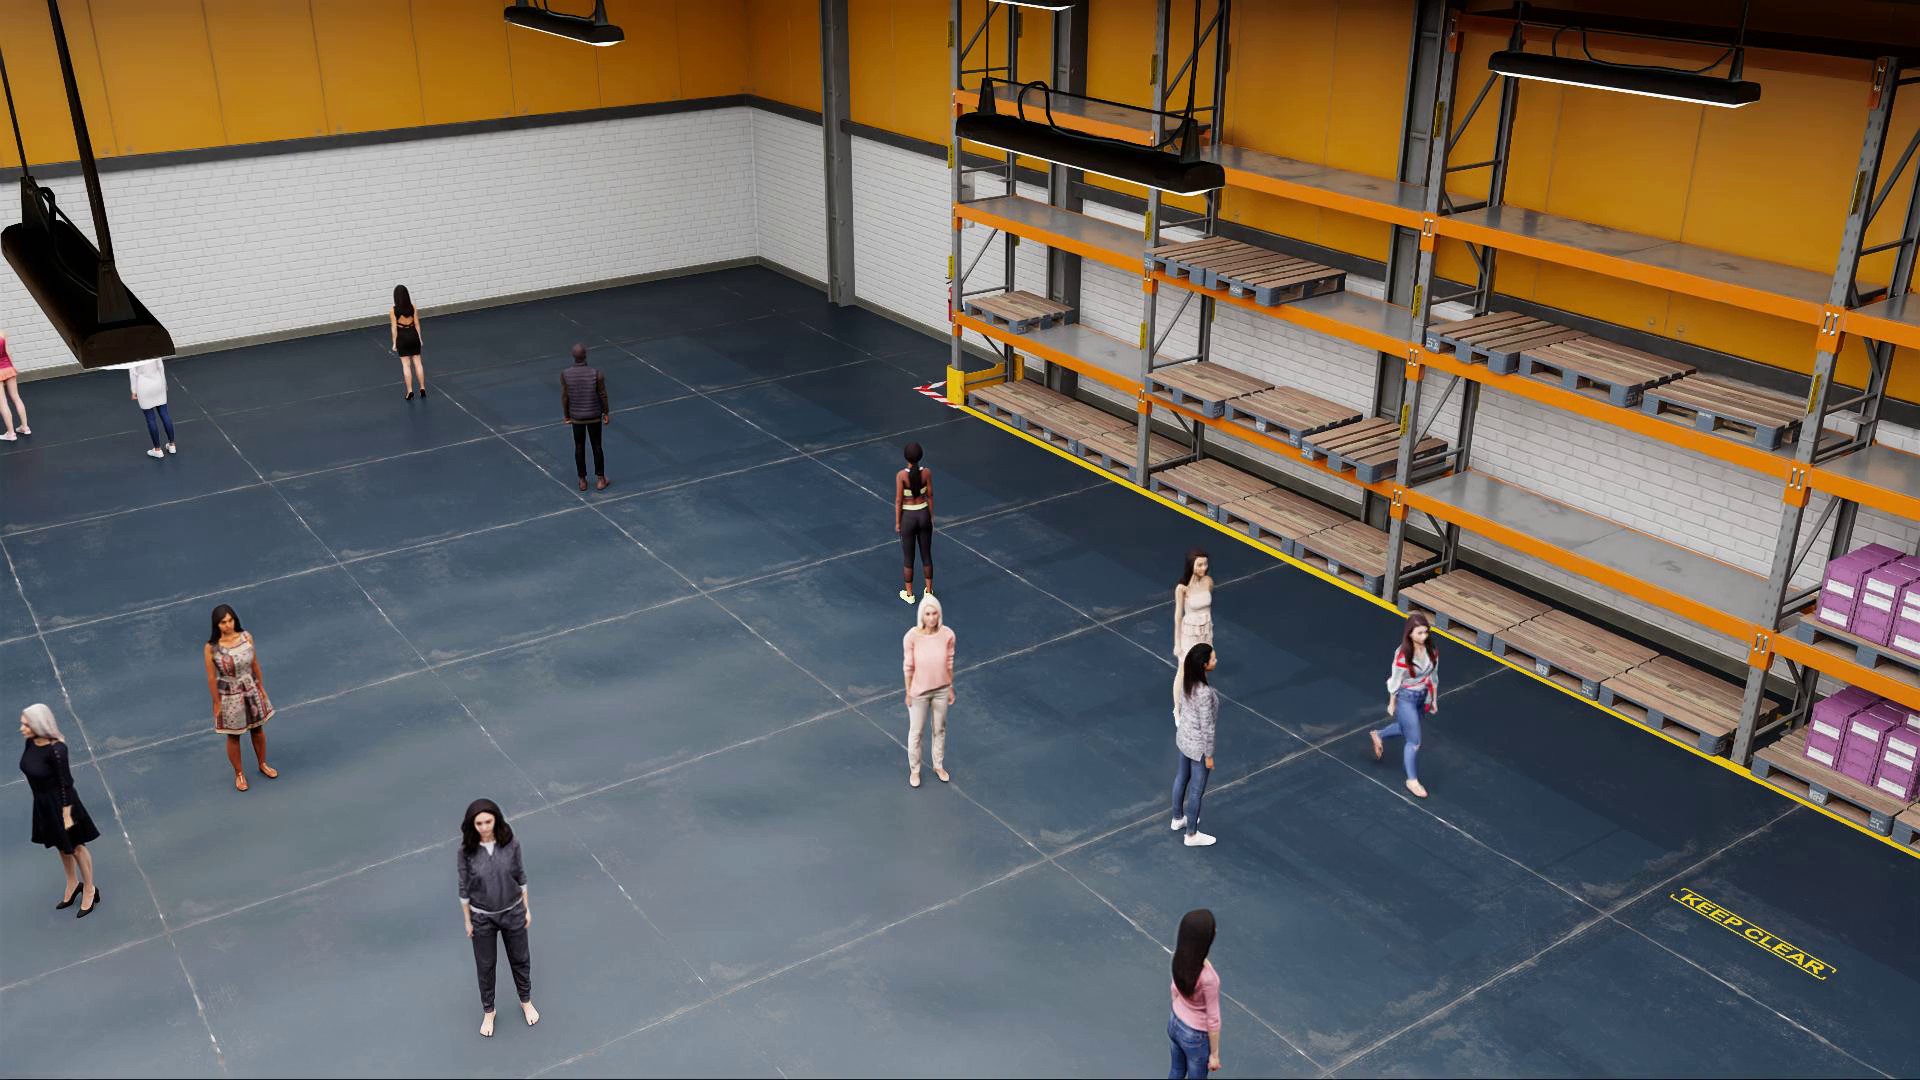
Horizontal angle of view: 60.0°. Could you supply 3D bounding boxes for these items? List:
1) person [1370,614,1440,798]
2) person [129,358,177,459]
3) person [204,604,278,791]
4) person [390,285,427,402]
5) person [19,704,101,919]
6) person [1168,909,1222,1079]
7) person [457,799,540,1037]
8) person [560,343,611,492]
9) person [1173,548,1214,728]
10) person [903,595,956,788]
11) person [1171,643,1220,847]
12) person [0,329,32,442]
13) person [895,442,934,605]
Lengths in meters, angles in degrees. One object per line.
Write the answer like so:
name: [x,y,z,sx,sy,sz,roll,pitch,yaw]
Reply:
person: [3.747,1.330,14.013,0.685,1.581,1.053,-11,26,-24]
person: [-10.346,-1.936,21.243,0.632,1.775,0.676,17,29,34]
person: [-6.081,1.293,14.018,0.598,1.645,0.692,21,31,39]
person: [-7.736,-2.772,23.310,0.564,1.650,0.475,-15,28,-30]
person: [-6.680,1.988,12.300,0.638,1.747,0.745,13,27,27]
person: [1.401,2.967,10.067,0.668,1.742,0.475,-11,26,-24]
person: [-3.104,2.487,11.137,0.635,1.764,0.580,-10,25,-21]
person: [-4.540,-1.499,20.167,0.781,1.836,0.770,-1,24,-3]
person: [2.074,0.868,14.875,0.569,1.736,0.517,-15,28,-30]
person: [-0.259,1.249,14.019,0.667,1.724,0.635,-6,24,-14]
person: [1.867,1.598,13.210,0.734,1.732,0.562,-7,25,-16]
person: [-12.604,-2.192,21.854,0.713,1.754,0.670,8,25,17]
person: [-0.459,-0.182,17.256,0.624,1.754,0.610,-6,24,-14]
